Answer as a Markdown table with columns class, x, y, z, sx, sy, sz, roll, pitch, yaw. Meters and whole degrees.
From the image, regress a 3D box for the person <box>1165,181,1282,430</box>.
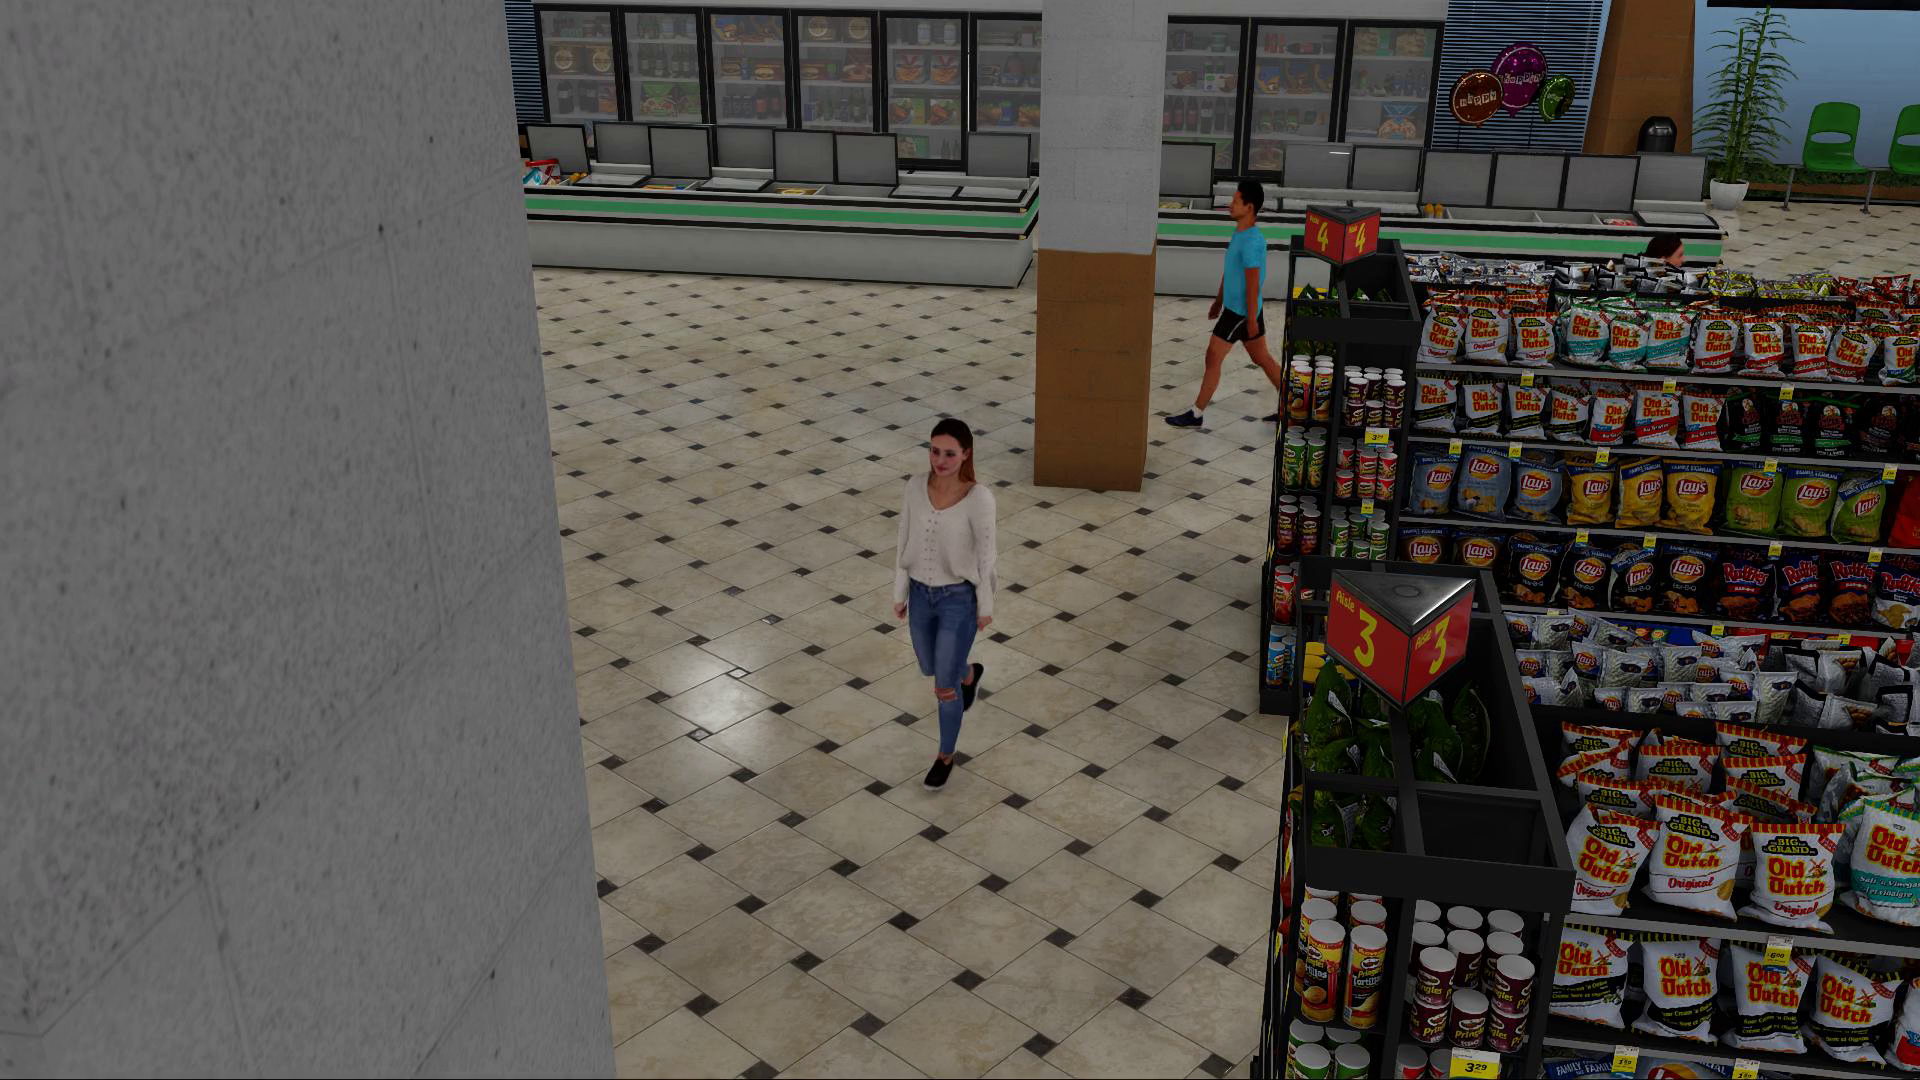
| class | x | y | z | sx | sy | sz | roll | pitch | yaw |
| --- | --- | --- | --- | --- | --- | --- | --- | --- | --- |
| person | 2.031 | -1.552 | 11.406 | 1.196 | 1.727 | 0.700 | 2 | 24 | 4 |

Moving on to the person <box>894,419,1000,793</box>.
| class | x | y | z | sx | sy | sz | roll | pitch | yaw |
| --- | --- | --- | --- | --- | --- | --- | --- | --- | --- |
| person | -0.043 | 0.247 | 7.363 | 0.988 | 1.672 | 0.873 | 12 | 26 | 25 |
